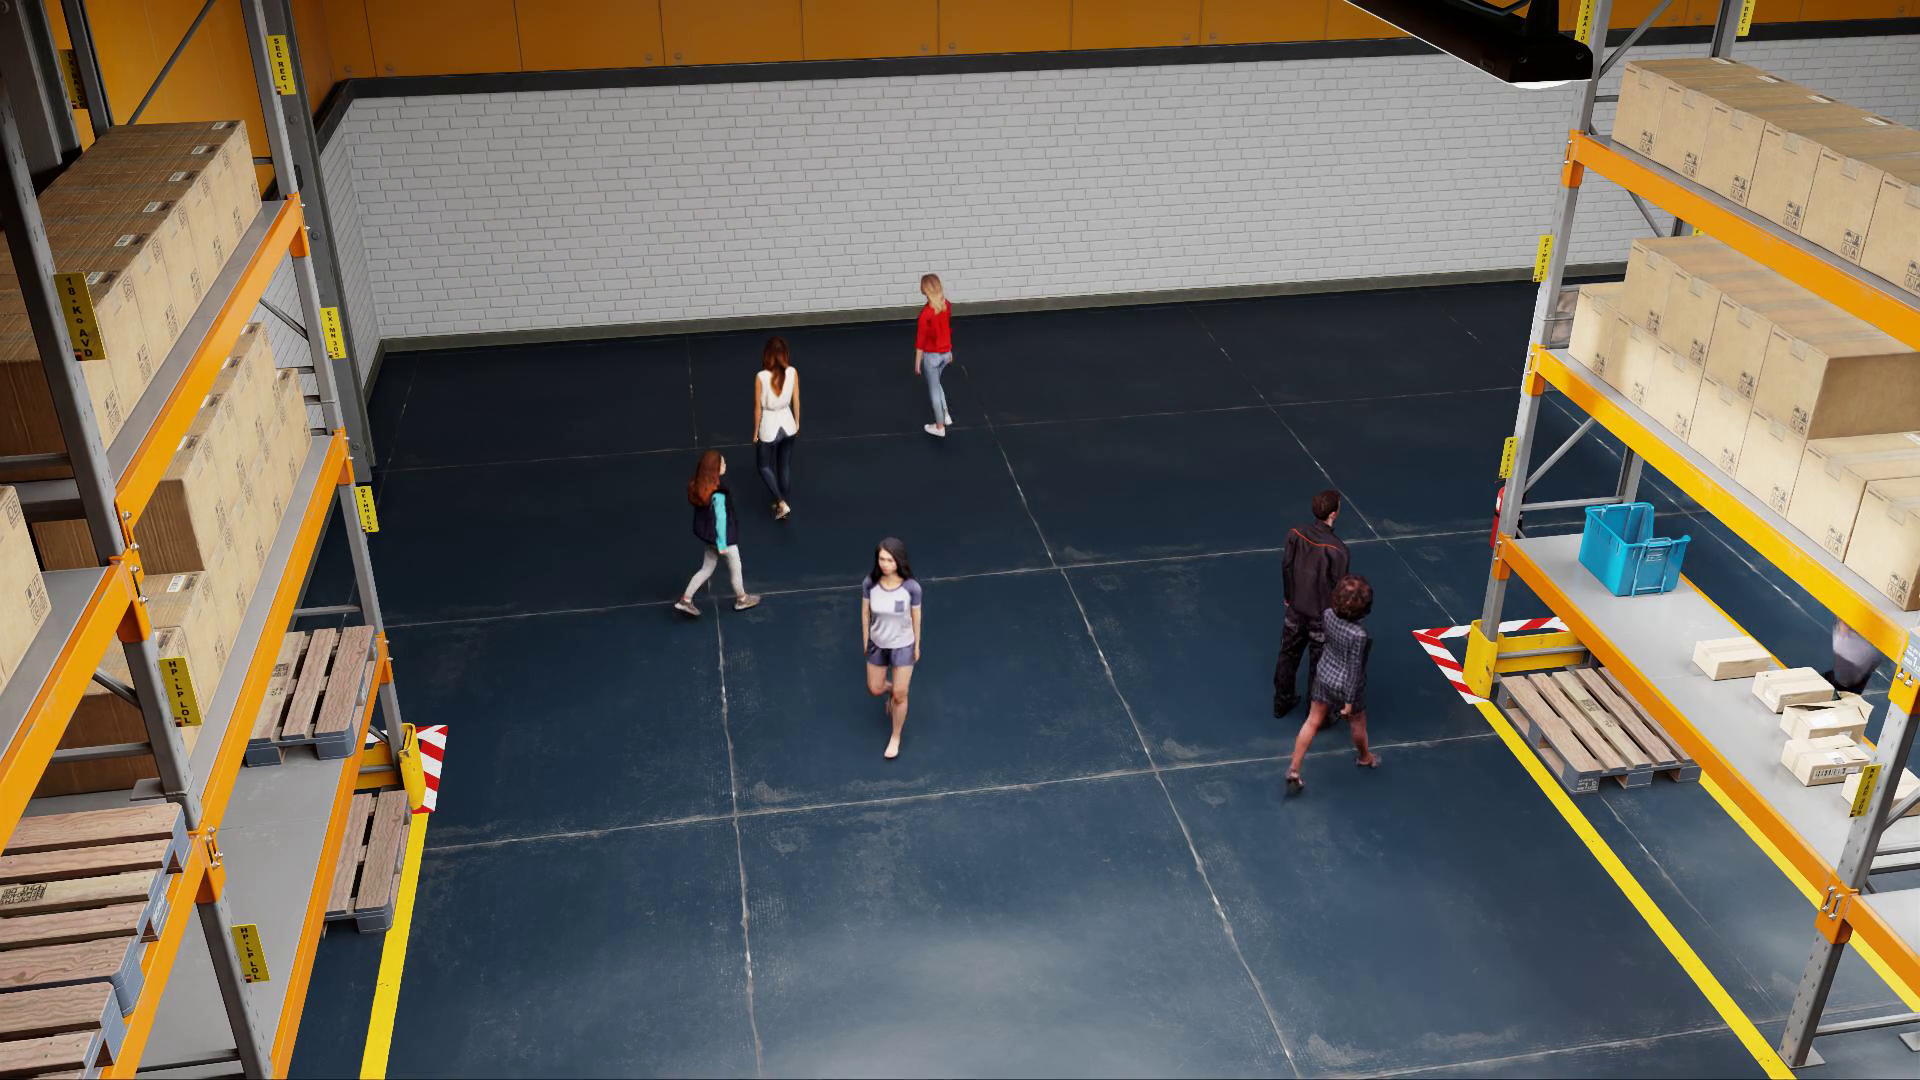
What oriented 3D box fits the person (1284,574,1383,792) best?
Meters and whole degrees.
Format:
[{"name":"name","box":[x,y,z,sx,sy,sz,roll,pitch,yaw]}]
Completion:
[{"name":"person","box":[2.513,1.026,11.360,0.925,1.652,1.073,-15,32,-25]}]

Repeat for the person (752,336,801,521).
[{"name":"person","box":[-1.605,-0.944,14.839,0.737,1.780,0.814,-15,32,-25]}]

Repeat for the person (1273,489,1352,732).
[{"name":"person","box":[2.567,0.497,12.057,0.842,1.913,0.736,-25,37,-38]}]

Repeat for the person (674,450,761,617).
[{"name":"person","box":[-2.034,-0.026,13.475,0.836,1.473,0.971,-15,32,-26]}]

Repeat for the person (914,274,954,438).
[{"name":"person","box":[-0.181,-1.802,16.496,0.784,1.698,0.730,20,35,32]}]

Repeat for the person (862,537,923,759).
[{"name":"person","box":[-0.452,0.708,11.901,0.774,1.693,0.914,6,29,11]}]
